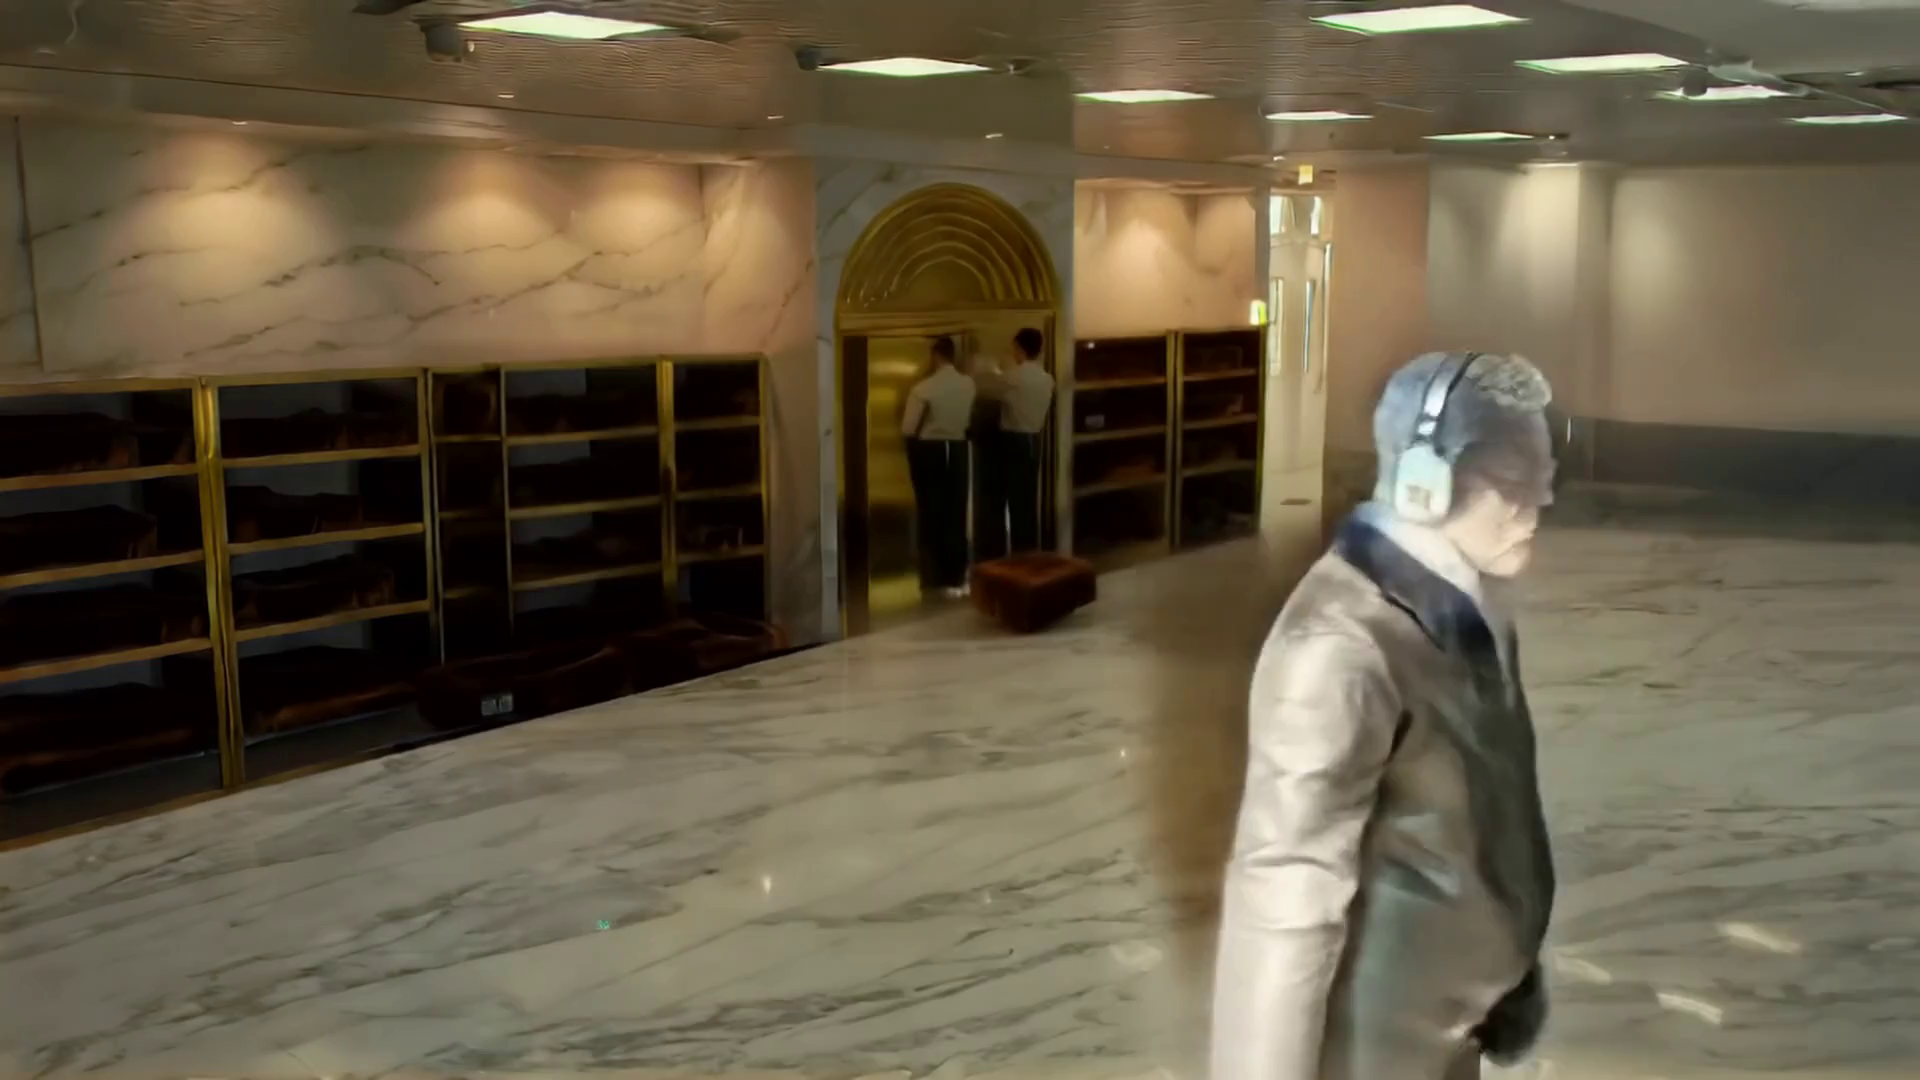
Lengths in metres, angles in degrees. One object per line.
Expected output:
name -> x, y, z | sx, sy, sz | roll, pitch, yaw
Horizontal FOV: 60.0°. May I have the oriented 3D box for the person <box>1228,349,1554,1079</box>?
person -> 0.593, 0.671, 2.367 | 0.461, 1.888, 0.669 | 5, 11, 26
